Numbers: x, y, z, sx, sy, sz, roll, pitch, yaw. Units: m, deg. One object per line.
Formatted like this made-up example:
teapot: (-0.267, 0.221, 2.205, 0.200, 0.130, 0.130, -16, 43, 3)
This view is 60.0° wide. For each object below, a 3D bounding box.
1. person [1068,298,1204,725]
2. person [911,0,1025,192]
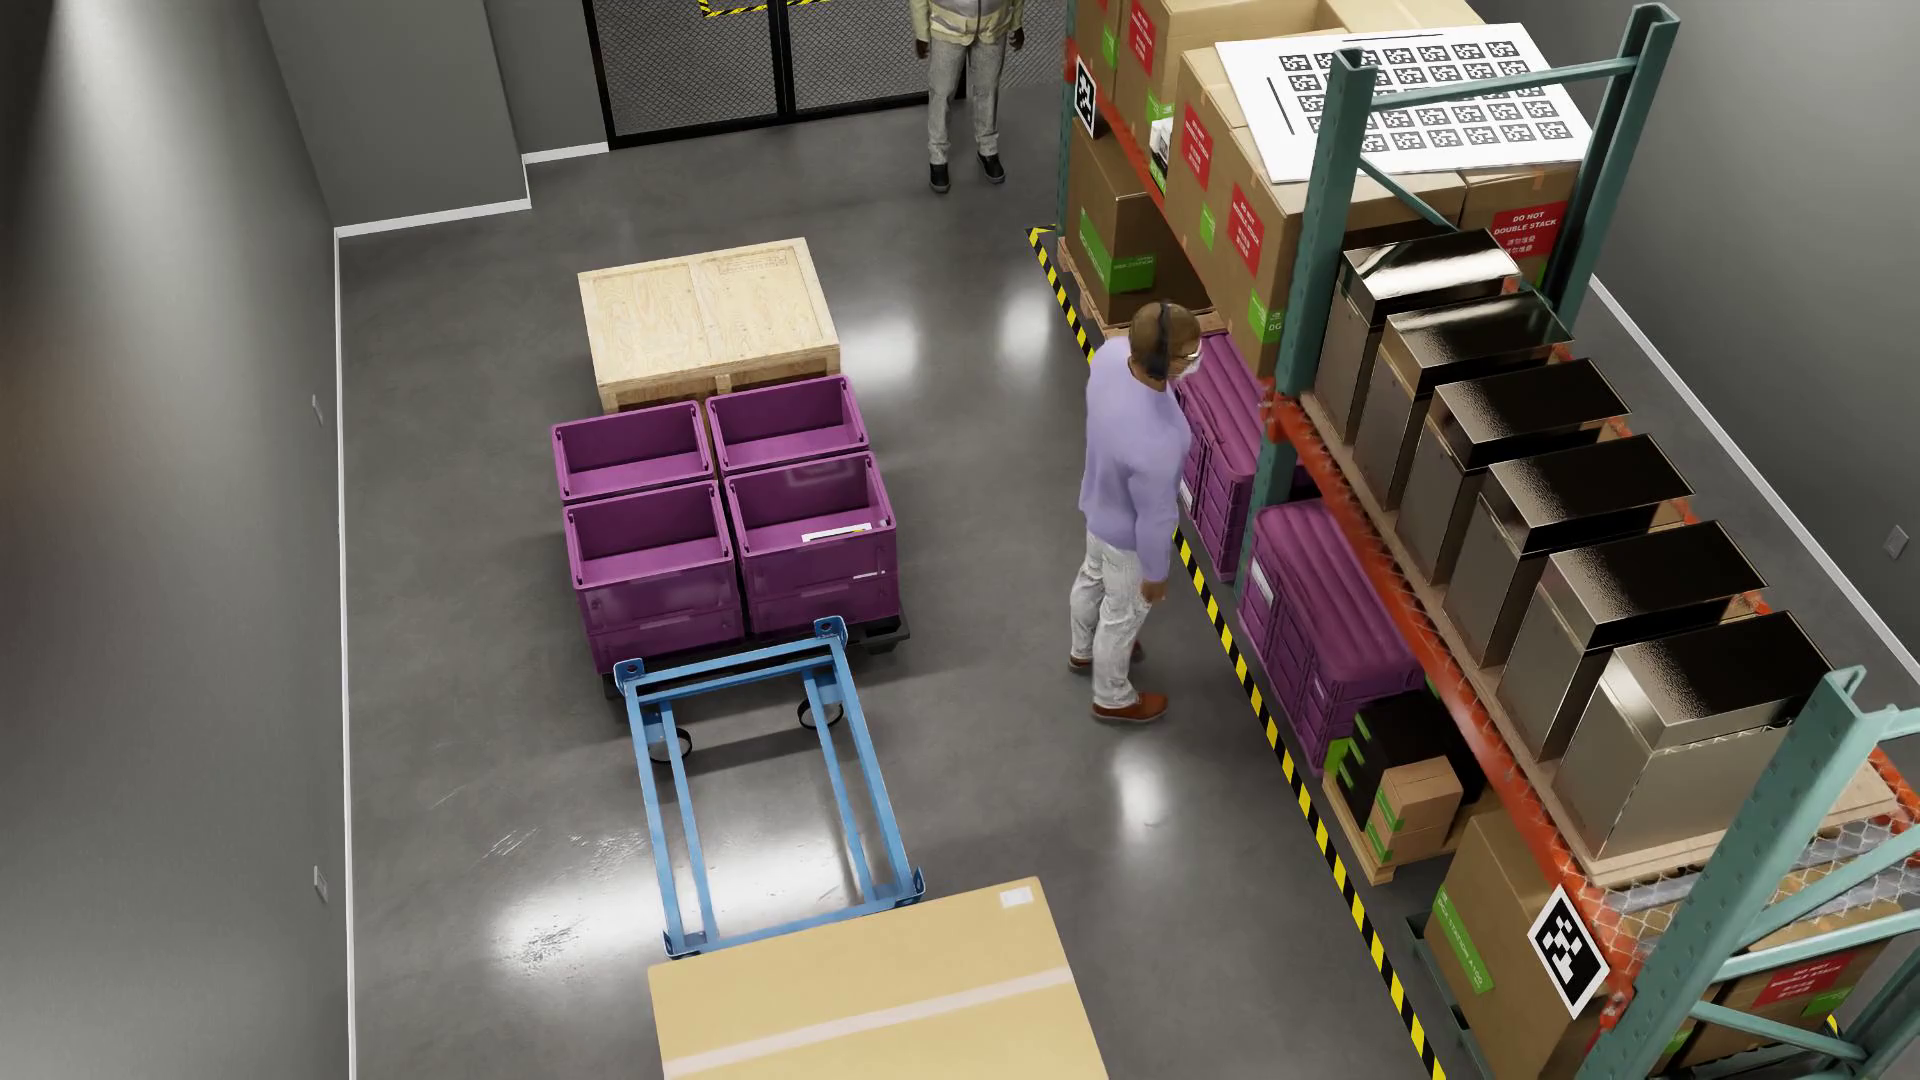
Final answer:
person: (0.614, -0.075, 5.964, 0.373, 1.933, 0.641, -10, 48, -9)
person: (0.052, -2.595, 8.346, 0.592, 1.825, 0.404, -10, 48, -9)
